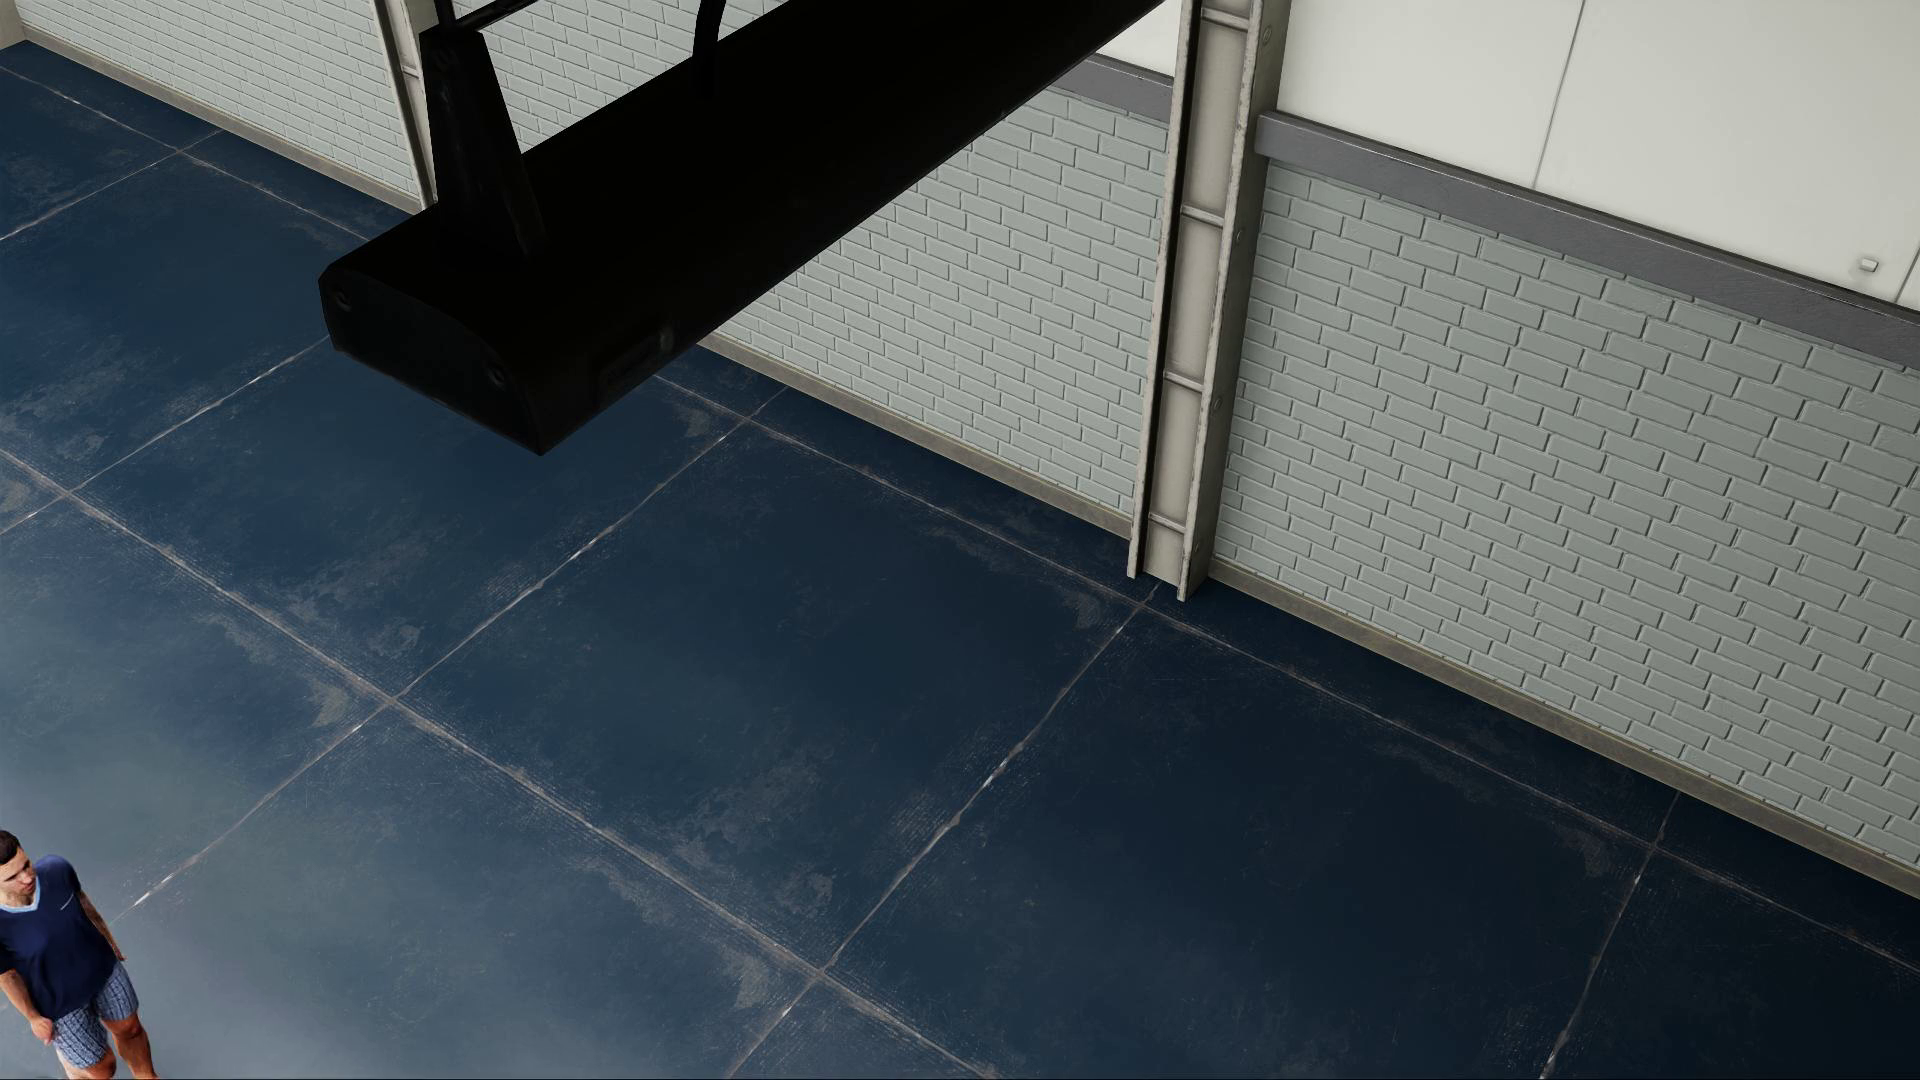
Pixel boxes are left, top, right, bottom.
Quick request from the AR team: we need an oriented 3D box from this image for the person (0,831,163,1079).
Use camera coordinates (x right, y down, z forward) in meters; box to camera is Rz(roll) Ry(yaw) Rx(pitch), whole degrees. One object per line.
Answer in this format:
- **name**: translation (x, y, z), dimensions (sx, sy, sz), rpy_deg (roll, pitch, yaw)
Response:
- **person**: translation (-3.705, 1.786, 6.817), dimensions (0.867, 1.839, 0.717), rpy_deg (17, 46, 17)
